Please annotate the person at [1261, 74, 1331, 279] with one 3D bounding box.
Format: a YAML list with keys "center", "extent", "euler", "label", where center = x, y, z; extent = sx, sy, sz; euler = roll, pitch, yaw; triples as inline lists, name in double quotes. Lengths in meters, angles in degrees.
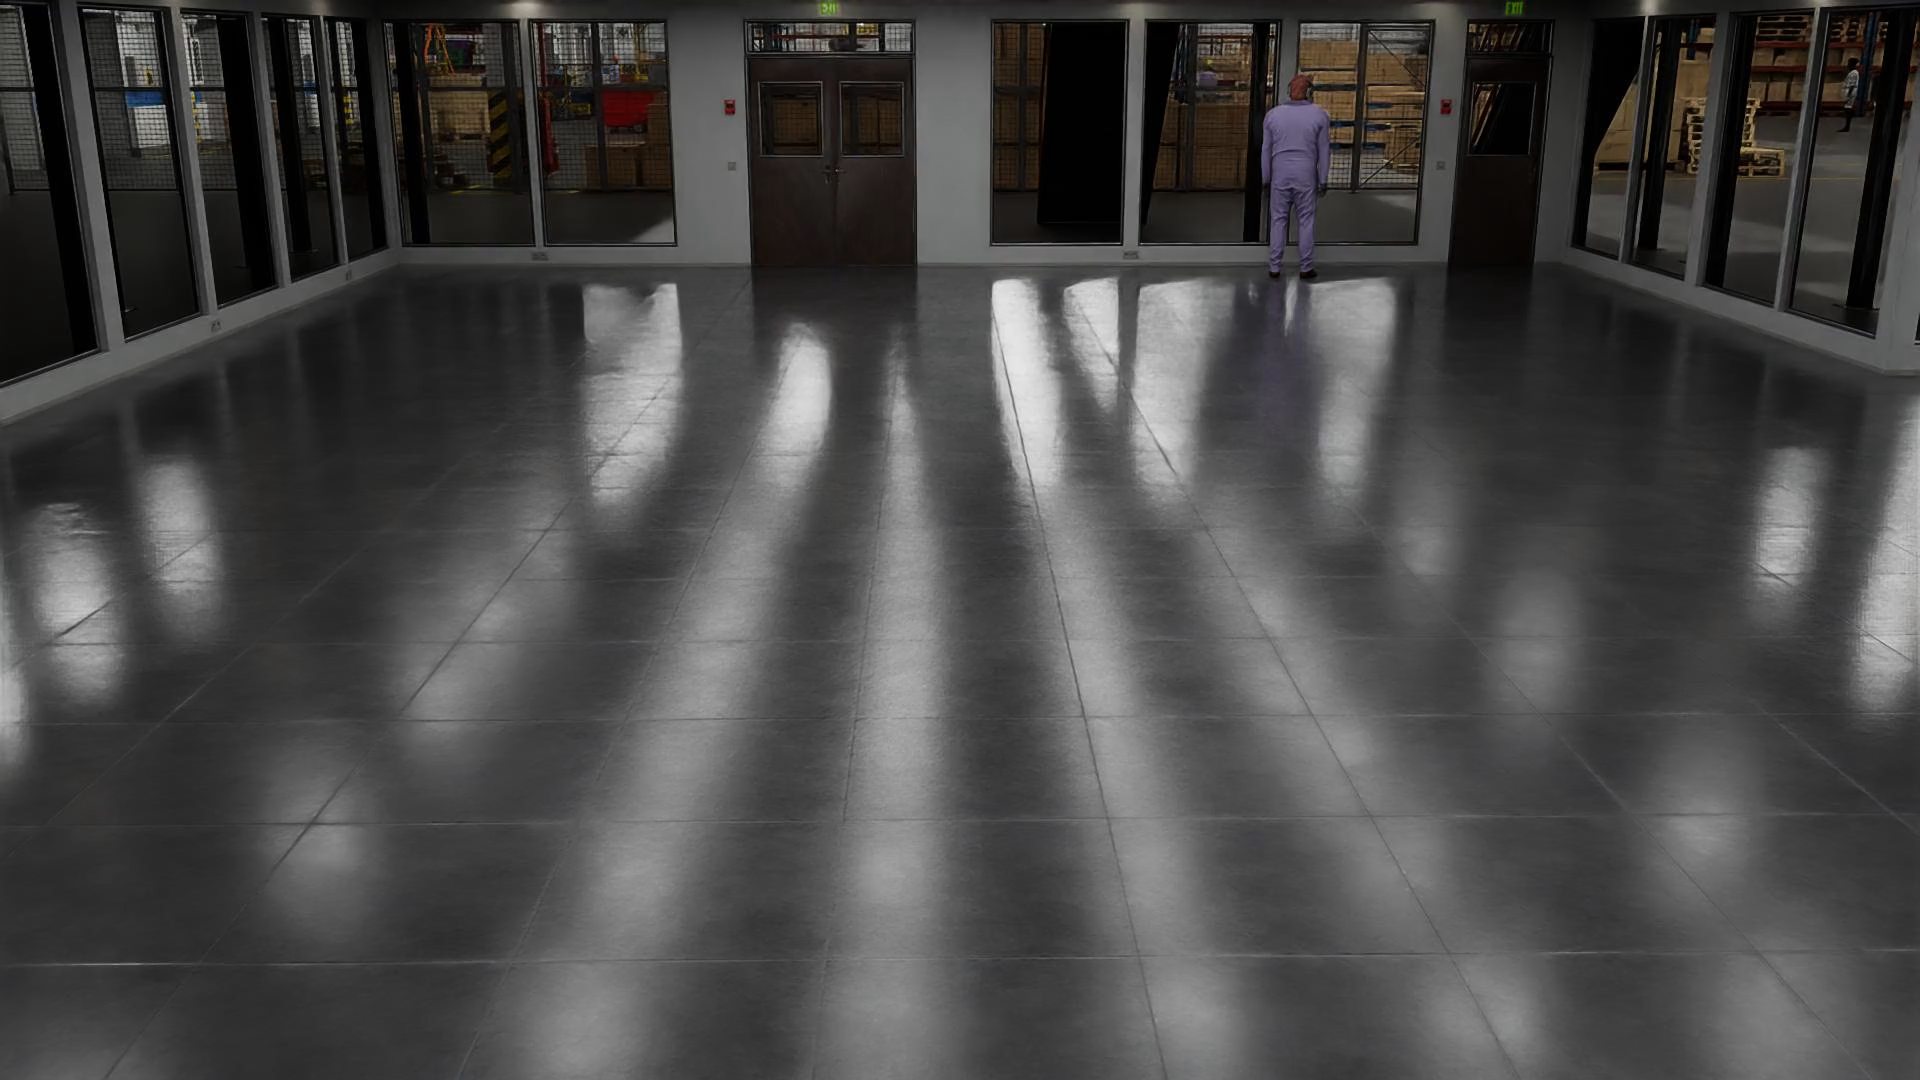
- center: [3.201, -3.461, 15.879]
  extent: [0.651, 1.906, 0.401]
  euler: [6, 17, 19]
  label: "person"
